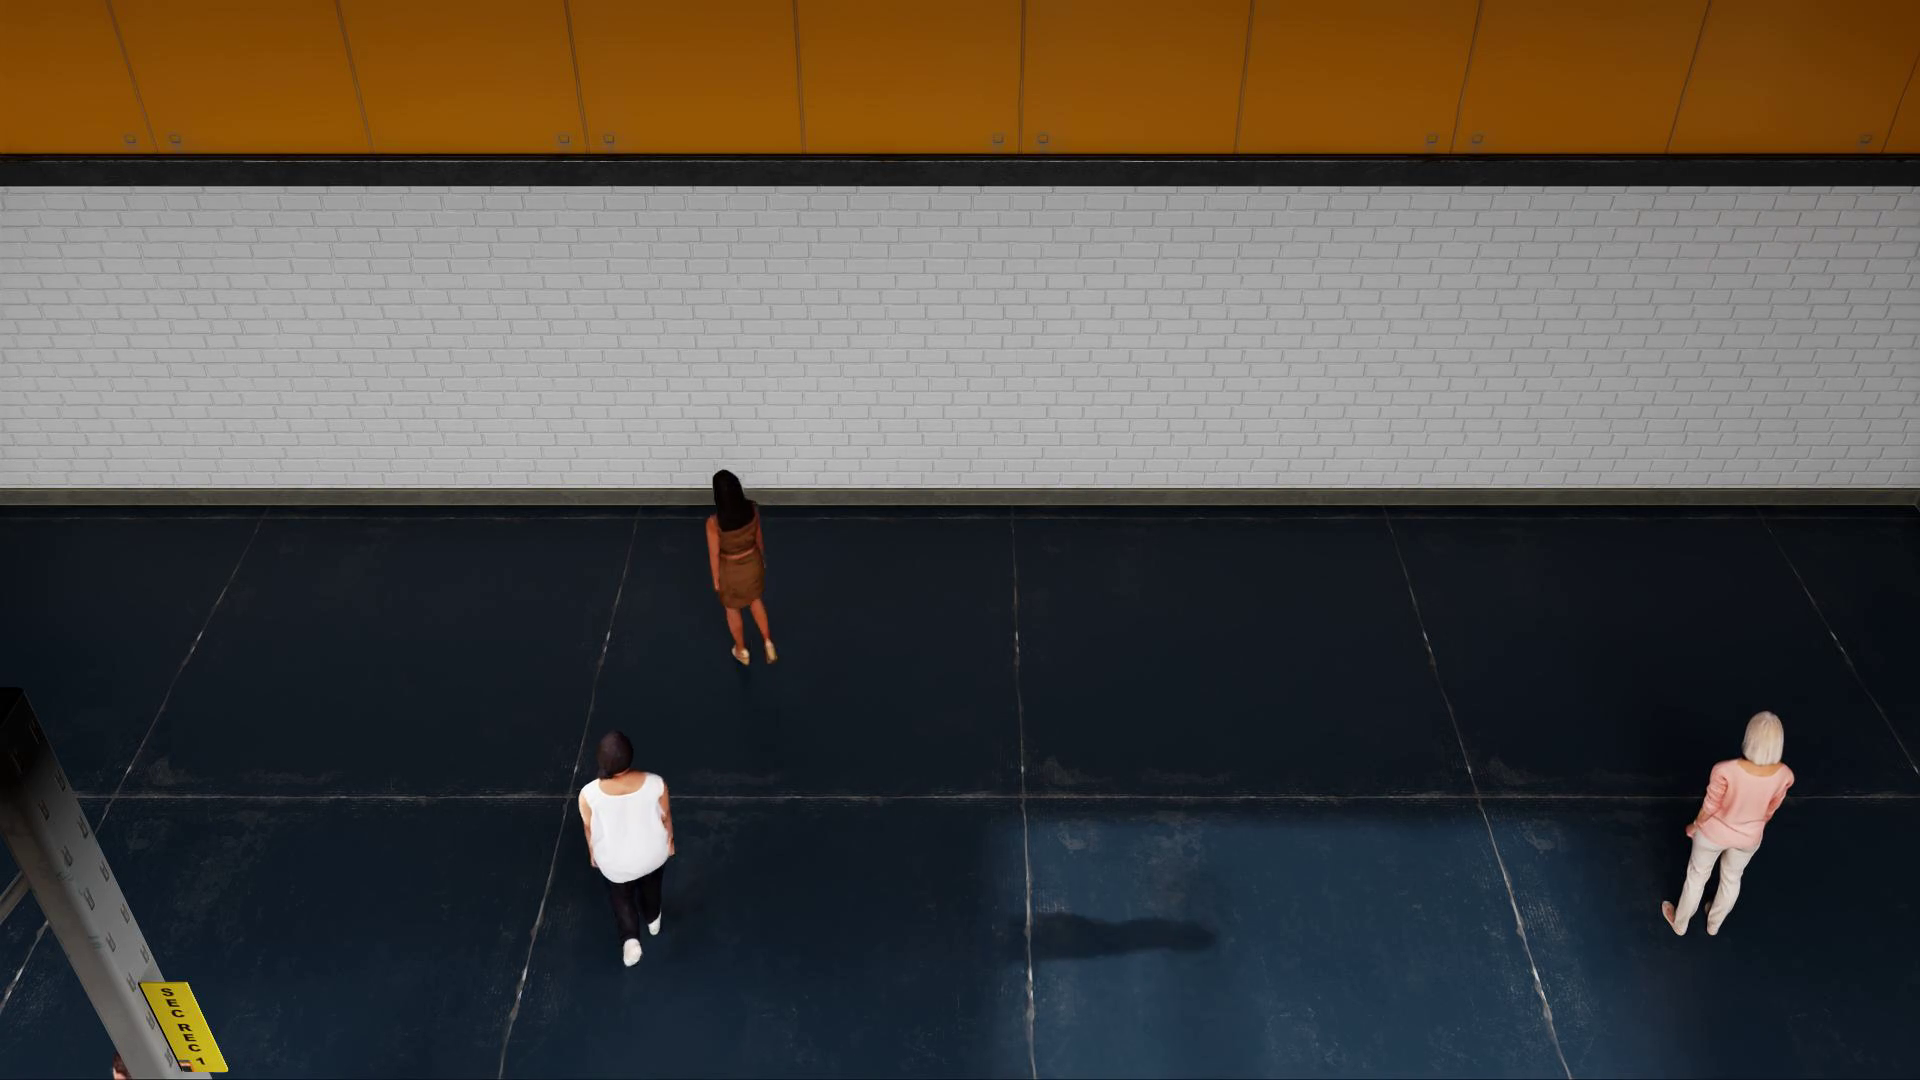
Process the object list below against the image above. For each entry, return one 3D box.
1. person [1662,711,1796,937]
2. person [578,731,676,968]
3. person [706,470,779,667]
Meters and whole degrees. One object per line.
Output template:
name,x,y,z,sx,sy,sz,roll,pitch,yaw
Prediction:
person,4.456,1.665,9.618,0.608,1.723,0.526,2,39,2
person,-1.888,1.782,9.512,0.763,1.672,0.925,-8,39,-10
person,-1.474,0.261,11.413,0.789,1.677,0.874,-24,44,-27
